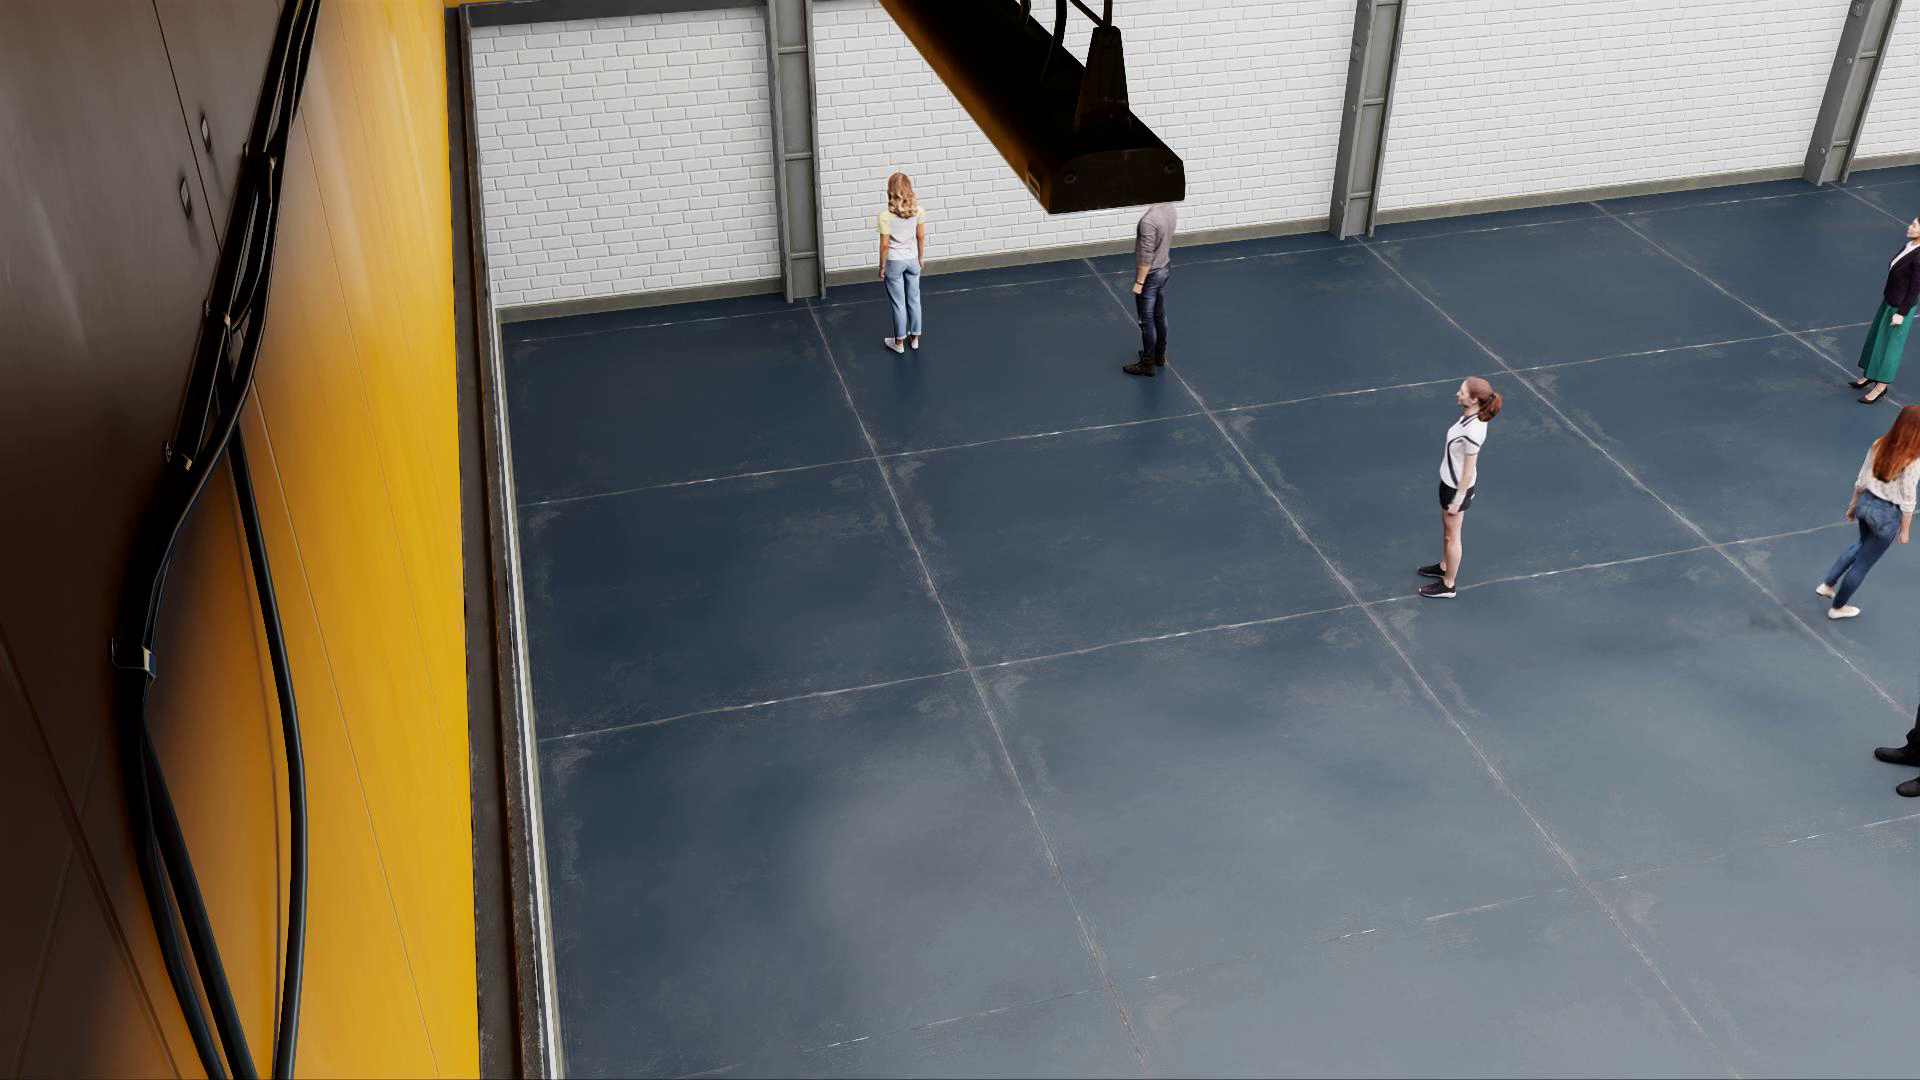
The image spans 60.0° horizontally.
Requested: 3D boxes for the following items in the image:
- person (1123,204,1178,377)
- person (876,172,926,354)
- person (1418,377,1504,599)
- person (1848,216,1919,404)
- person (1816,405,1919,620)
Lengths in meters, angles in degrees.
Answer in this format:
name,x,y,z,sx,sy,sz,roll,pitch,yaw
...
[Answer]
name,x,y,z,sx,sy,sz,roll,pitch,yaw
person,1.724,-2.382,14.863,0.822,1.903,0.754,19,38,26
person,-0.531,-2.540,15.263,0.572,1.723,0.735,-17,37,-24
person,3.593,-0.388,12.000,0.686,1.752,0.663,6,34,10
person,8.156,-2.021,14.469,0.684,1.738,0.702,7,34,10
person,6.377,-0.160,11.687,0.615,1.719,0.587,-7,34,-11
